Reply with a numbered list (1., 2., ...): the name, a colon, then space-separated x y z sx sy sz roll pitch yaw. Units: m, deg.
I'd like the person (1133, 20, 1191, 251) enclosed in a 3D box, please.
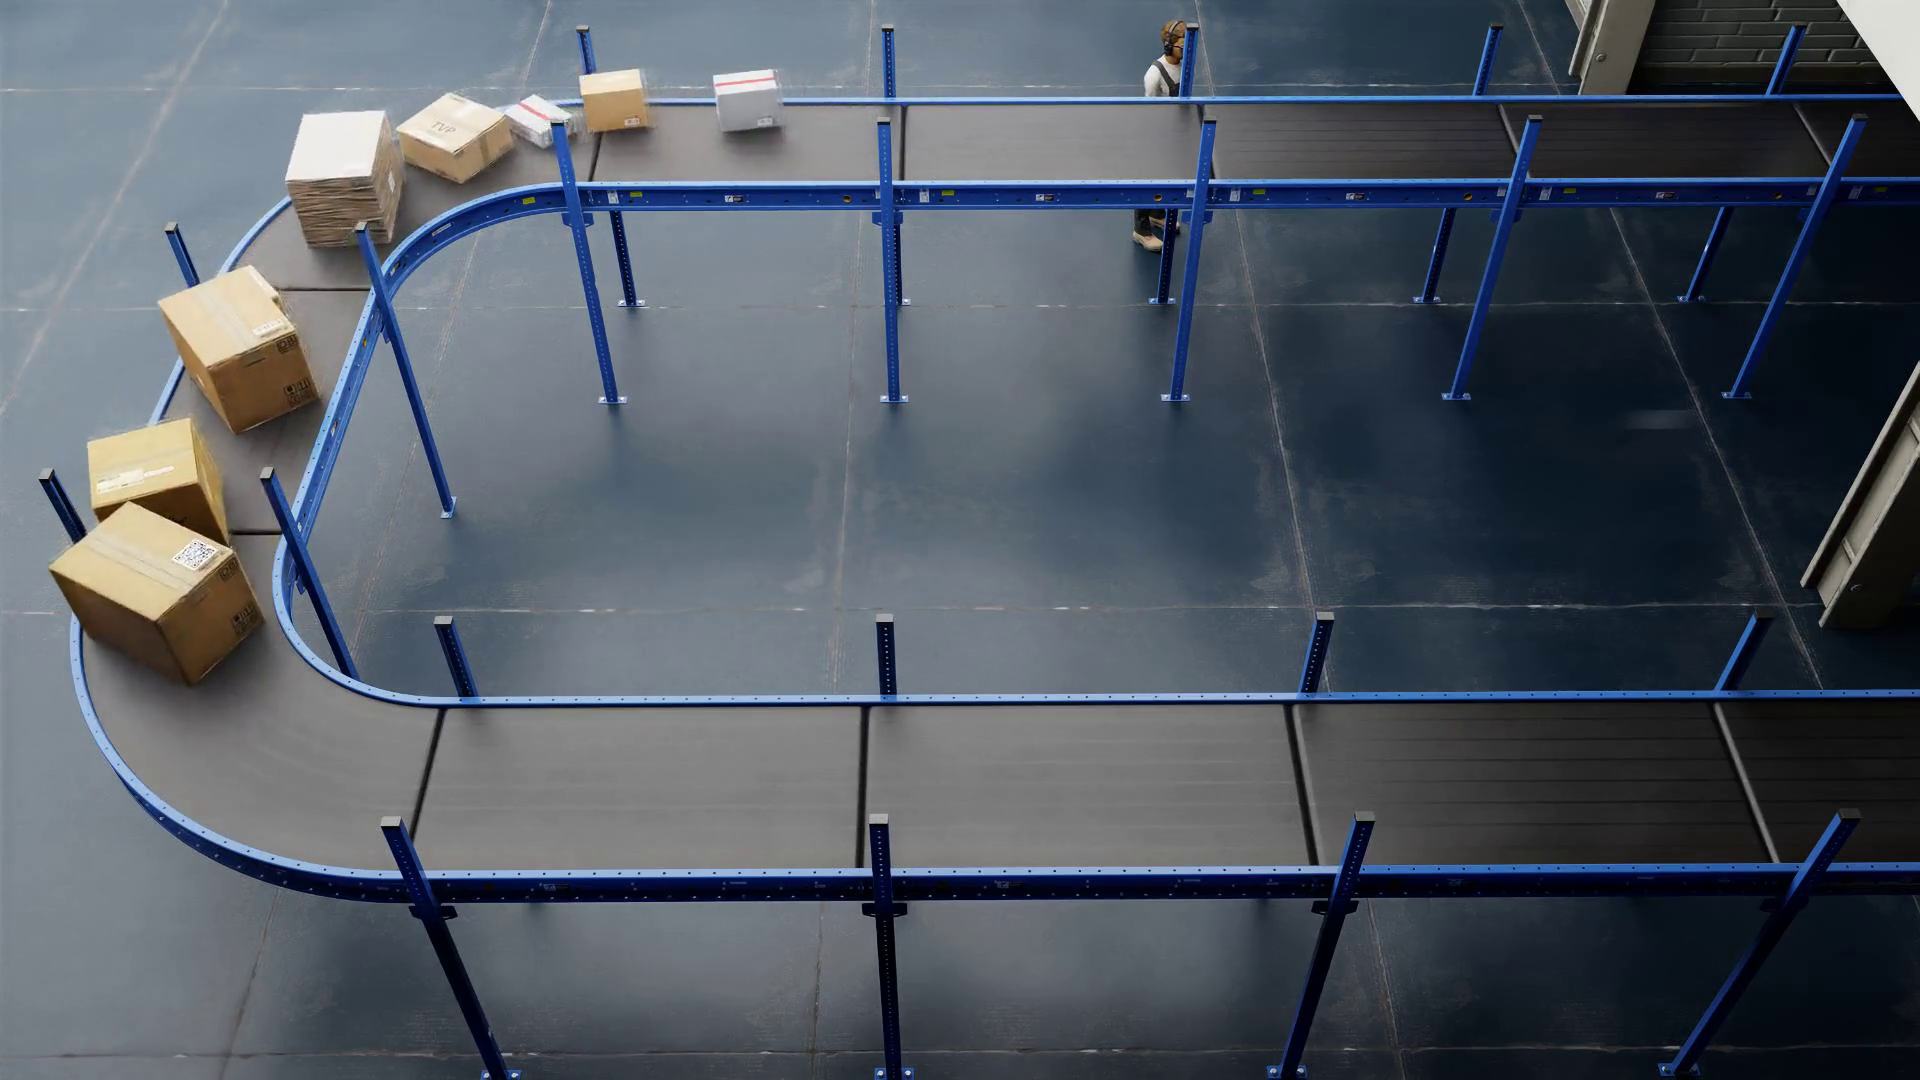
1. person: 1.535 -3.041 12.854 0.344 1.847 0.504 26 52 22
